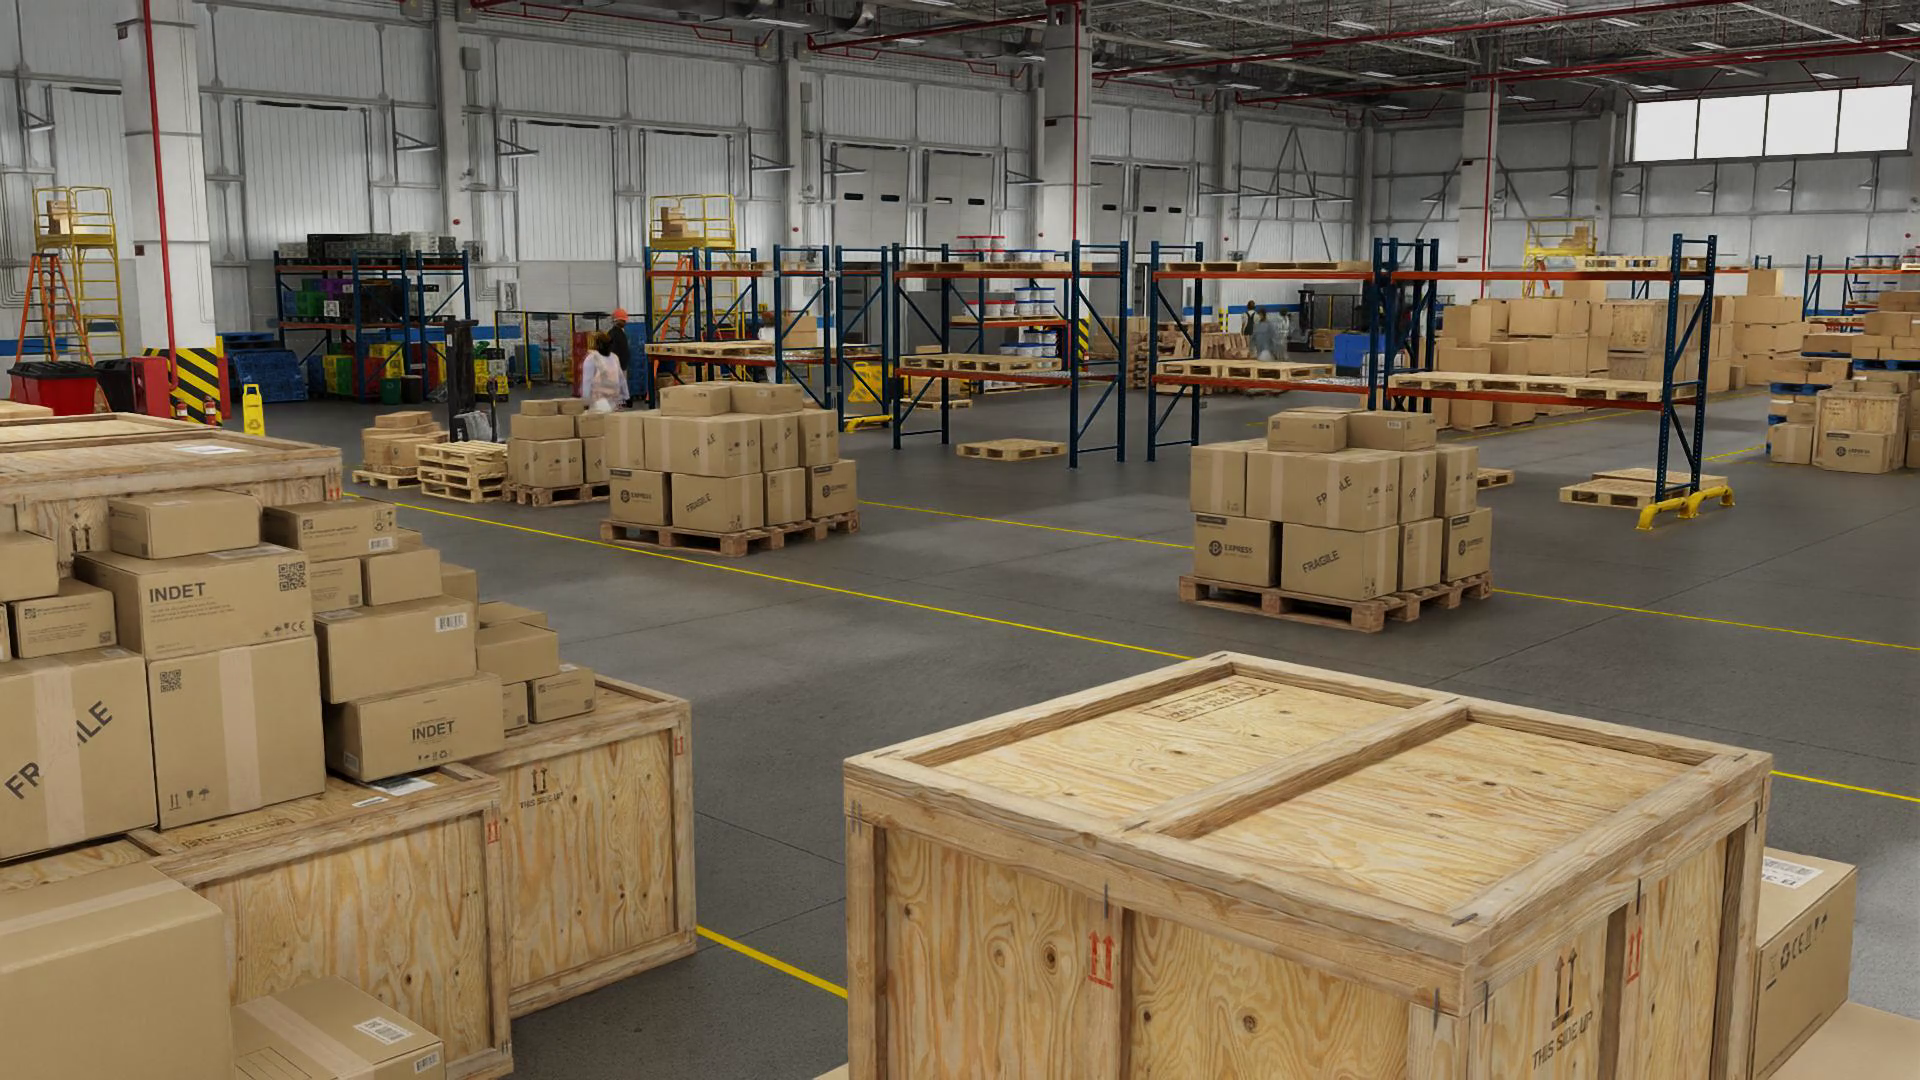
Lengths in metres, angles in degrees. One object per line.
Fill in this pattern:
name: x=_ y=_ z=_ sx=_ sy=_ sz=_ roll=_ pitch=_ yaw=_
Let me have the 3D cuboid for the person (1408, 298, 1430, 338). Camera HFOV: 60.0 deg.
person: x=12.163 y=-5.433 z=43.807 sx=0.638 sy=1.918 sz=0.673 roll=6 pitch=11 yaw=32

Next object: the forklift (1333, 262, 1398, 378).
forklift: x=10.062 y=-5.323 z=40.178 sx=1.873 sy=2.768 sz=1.129 roll=-5 pitch=11 yaw=-29

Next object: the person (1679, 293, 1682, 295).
person: x=21.101 y=-6.278 z=48.923 sx=0.551 sy=1.935 sz=0.375 roll=-4 pitch=10 yaw=-24

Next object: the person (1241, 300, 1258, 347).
person: x=7.528 y=-5.271 z=43.050 sx=0.504 sy=1.840 sz=0.345 roll=2 pitch=9 yaw=12

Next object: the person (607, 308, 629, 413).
person: x=-5.761 y=-2.916 z=28.143 sx=0.384 sy=1.991 sz=0.609 roll=1 pitch=9 yaw=7

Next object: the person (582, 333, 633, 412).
person: x=-4.797 y=-1.897 z=22.536 sx=0.954 sy=1.794 sz=0.628 roll=4 pitch=10 yaw=23

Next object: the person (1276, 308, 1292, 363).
person: x=8.940 y=-5.653 z=46.148 sx=0.530 sy=1.591 sz=0.894 roll=-9 pitch=13 yaw=-42

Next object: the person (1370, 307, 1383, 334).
person: x=10.186 y=-4.809 z=40.511 sx=0.490 sy=1.744 sz=0.295 roll=-5 pitch=11 yaw=-28

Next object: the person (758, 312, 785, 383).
person: x=-3.667 y=-3.524 z=32.376 sx=0.594 sy=1.840 sz=0.969 roll=4 pitch=10 yaw=22

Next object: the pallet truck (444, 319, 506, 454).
pallet truck: x=-6.981 y=-1.942 z=22.150 sx=1.885 sy=1.965 sz=0.823 roll=1 pitch=9 yaw=9

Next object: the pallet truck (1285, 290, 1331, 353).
pallet truck: x=11.297 y=-6.951 z=52.861 sx=1.885 sy=1.965 sz=0.823 roll=-5 pitch=11 yaw=-29

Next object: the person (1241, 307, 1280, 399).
person: x=6.195 y=-3.824 z=34.066 sx=1.062 sy=1.875 sz=0.622 roll=-4 pitch=10 yaw=-25
